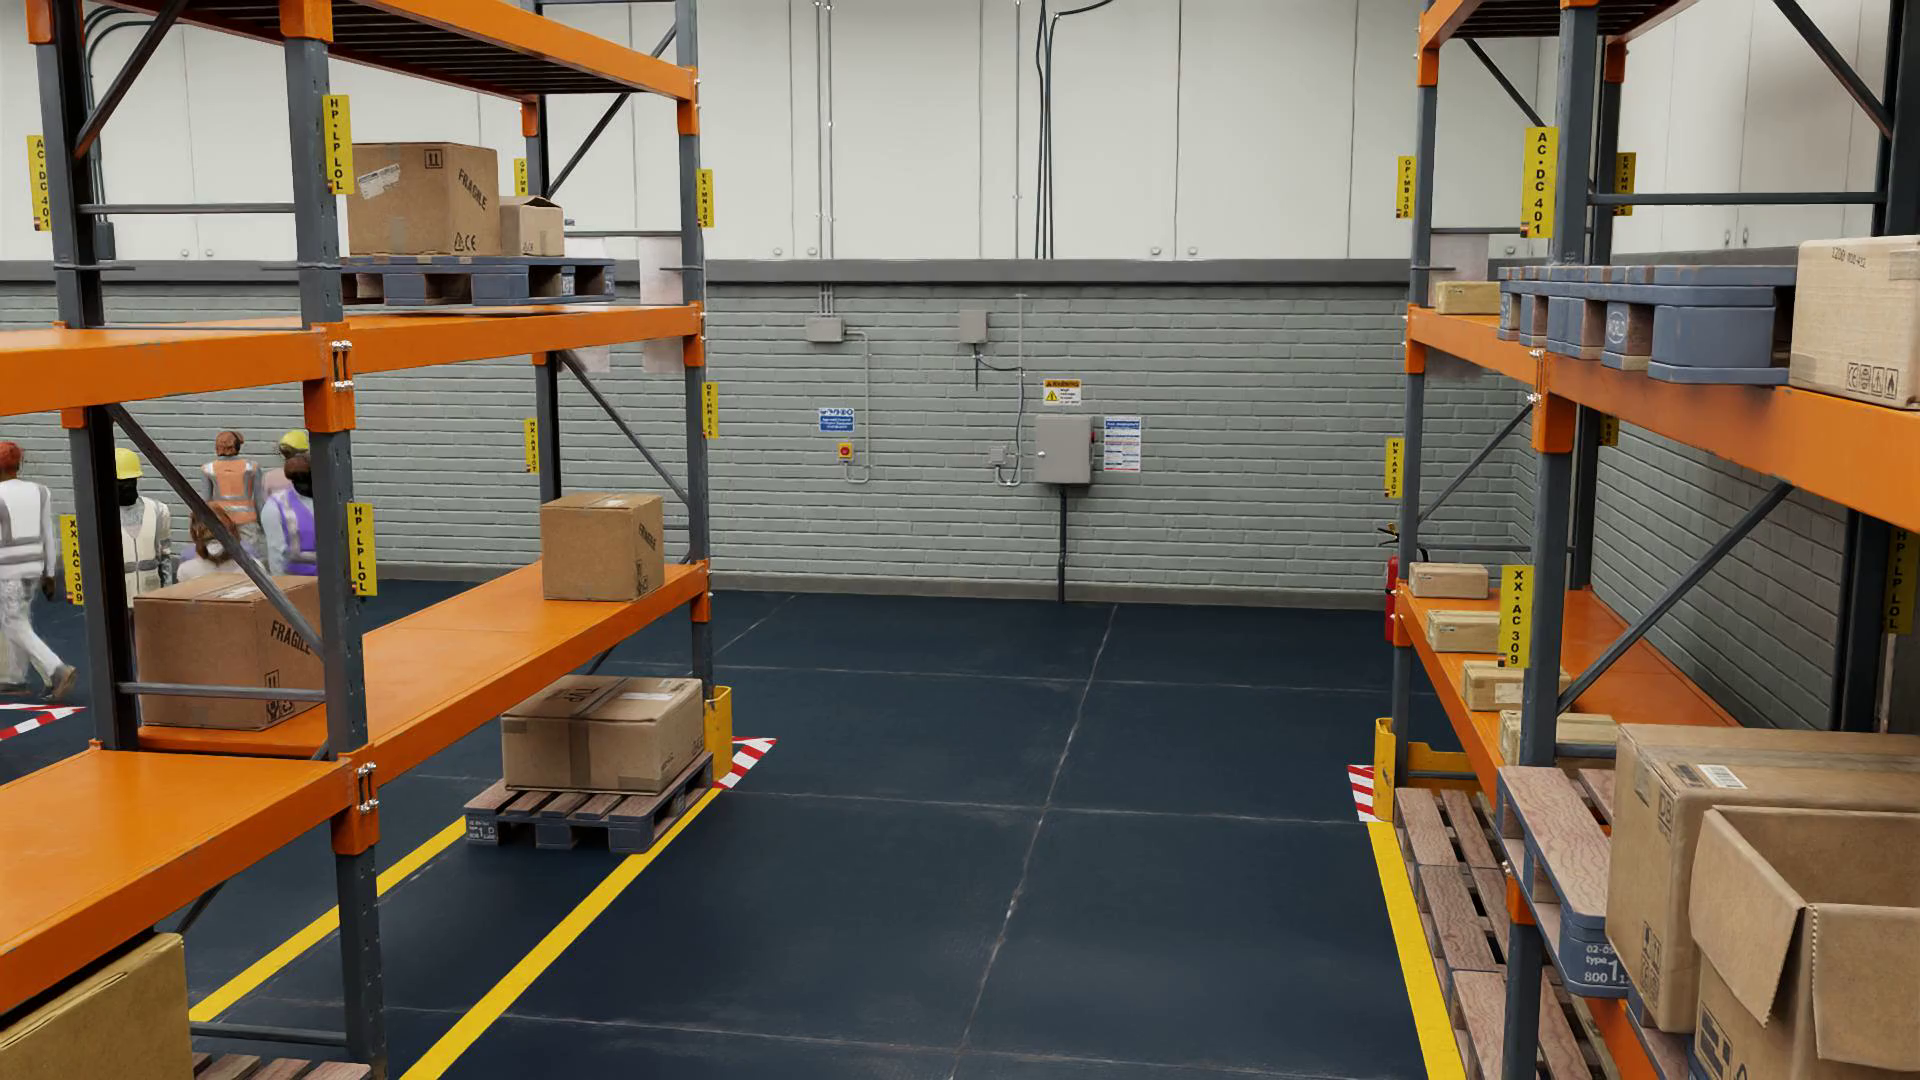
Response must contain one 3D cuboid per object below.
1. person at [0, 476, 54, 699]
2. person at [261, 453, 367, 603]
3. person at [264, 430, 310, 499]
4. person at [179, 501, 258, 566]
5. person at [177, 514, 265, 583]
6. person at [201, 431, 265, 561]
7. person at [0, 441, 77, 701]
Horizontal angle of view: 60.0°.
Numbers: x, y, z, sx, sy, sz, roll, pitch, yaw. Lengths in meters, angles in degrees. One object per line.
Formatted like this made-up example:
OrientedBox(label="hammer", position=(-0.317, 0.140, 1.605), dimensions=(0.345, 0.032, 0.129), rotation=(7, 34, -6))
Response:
OrientedBox(label="person", position=(-6.711, 0.284, 11.798), dimensions=(0.884, 1.712, 0.562), rotation=(2, 9, 11))
OrientedBox(label="person", position=(-4.382, 0.301, 11.345), dimensions=(0.570, 1.814, 0.674), rotation=(9, 13, 44))
OrientedBox(label="person", position=(-5.445, -0.018, 13.524), dimensions=(0.522, 1.743, 0.591), rotation=(2, 9, 14))
OrientedBox(label="person", position=(-4.599, 0.559, 10.354), dimensions=(0.521, 1.614, 0.346), rotation=(0, 9, 3))
OrientedBox(label="person", position=(-4.414, 0.616, 10.055), dimensions=(0.512, 1.603, 0.762), rotation=(-2, 9, -14))
OrientedBox(label="person", position=(-6.376, -0.143, 14.626), dimensions=(0.515, 1.636, 0.314), rotation=(-3, 10, -17))
OrientedBox(label="person", position=(-6.569, 0.232, 11.666), dimensions=(0.849, 1.865, 0.590), rotation=(4, 10, 21))
